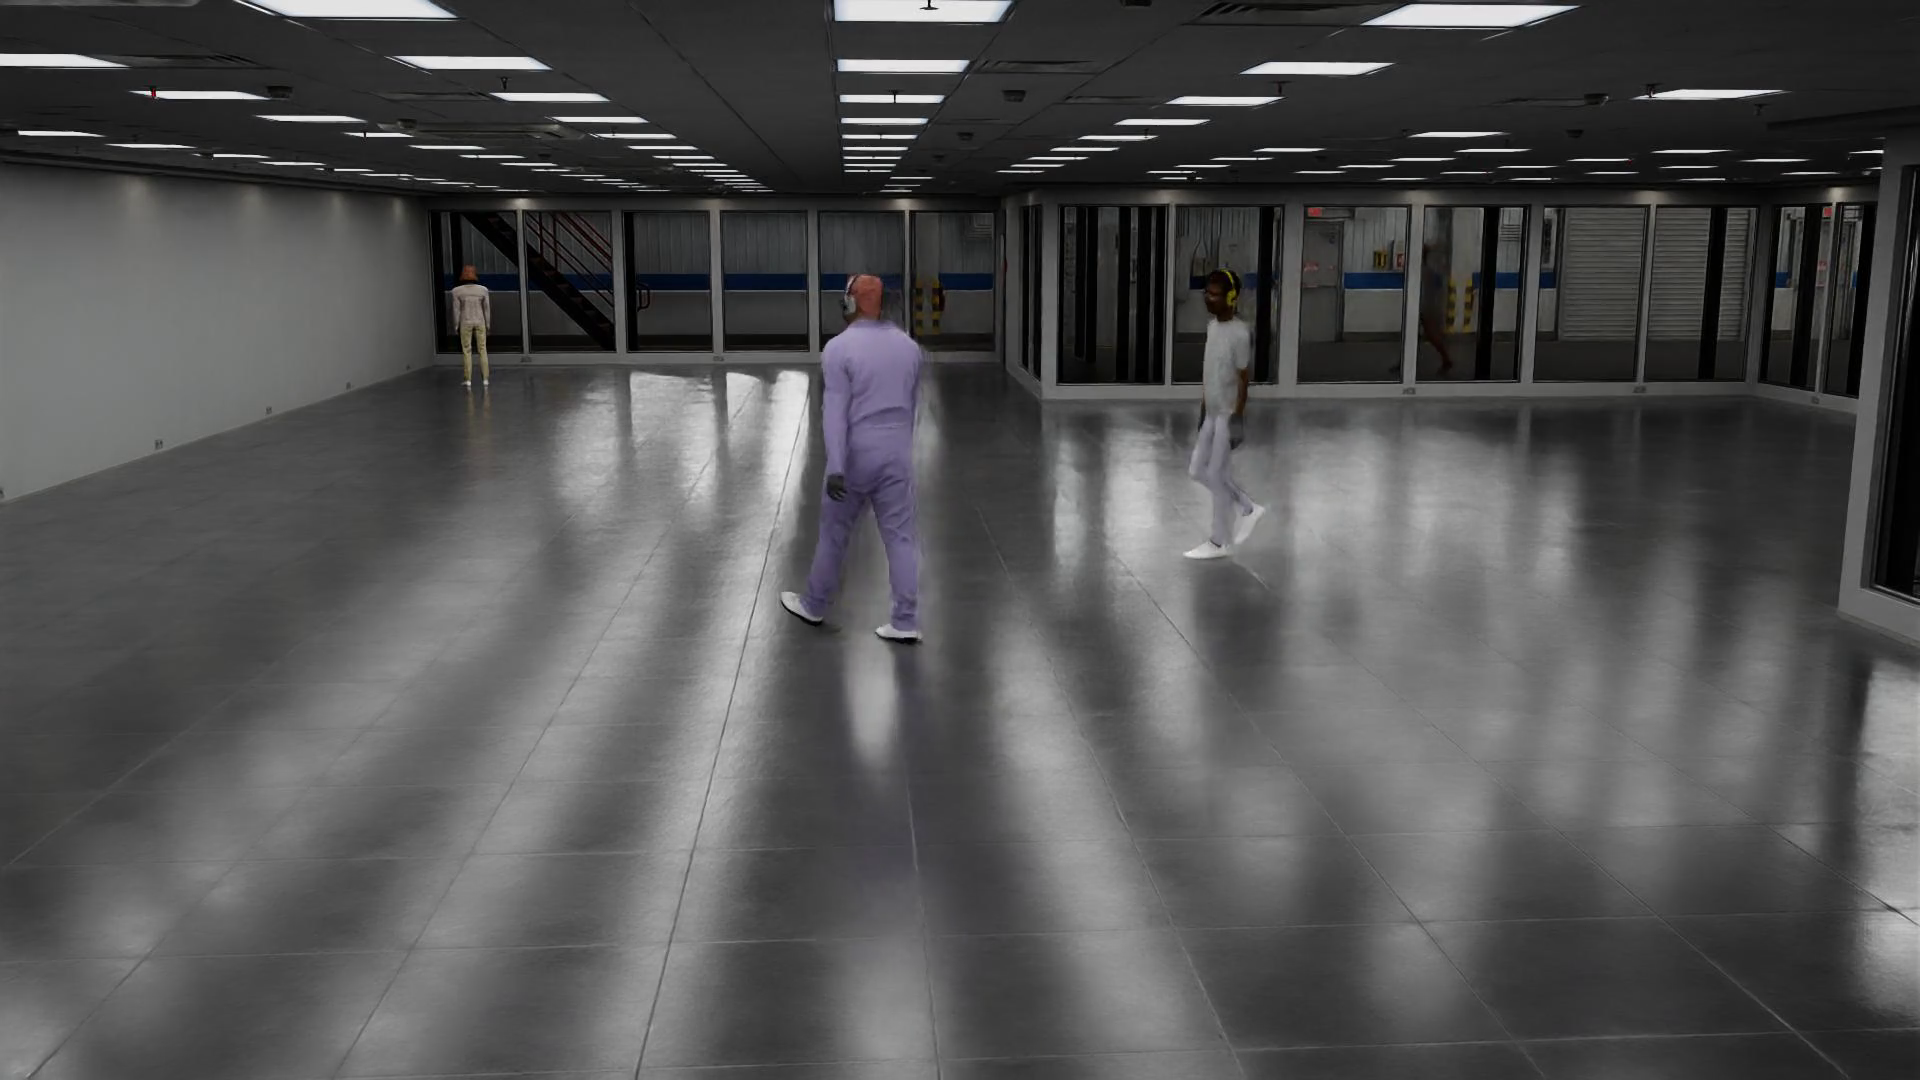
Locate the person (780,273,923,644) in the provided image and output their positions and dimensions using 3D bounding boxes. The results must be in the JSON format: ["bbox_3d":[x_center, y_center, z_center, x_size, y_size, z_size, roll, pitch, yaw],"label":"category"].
[{"bbox_3d":[-0.535,-0.428,8.590,0.679,1.860,0.950,-9,14,-40],"label":"person"}]

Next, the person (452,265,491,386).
[{"bbox_3d":[-6.615,-2.898,22.549,0.505,1.633,0.279,-5,12,-27],"label":"person"}]

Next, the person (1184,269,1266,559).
[{"bbox_3d":[1.705,-0.800,10.646,0.522,1.856,0.545,-3,11,-16],"label":"person"}]
